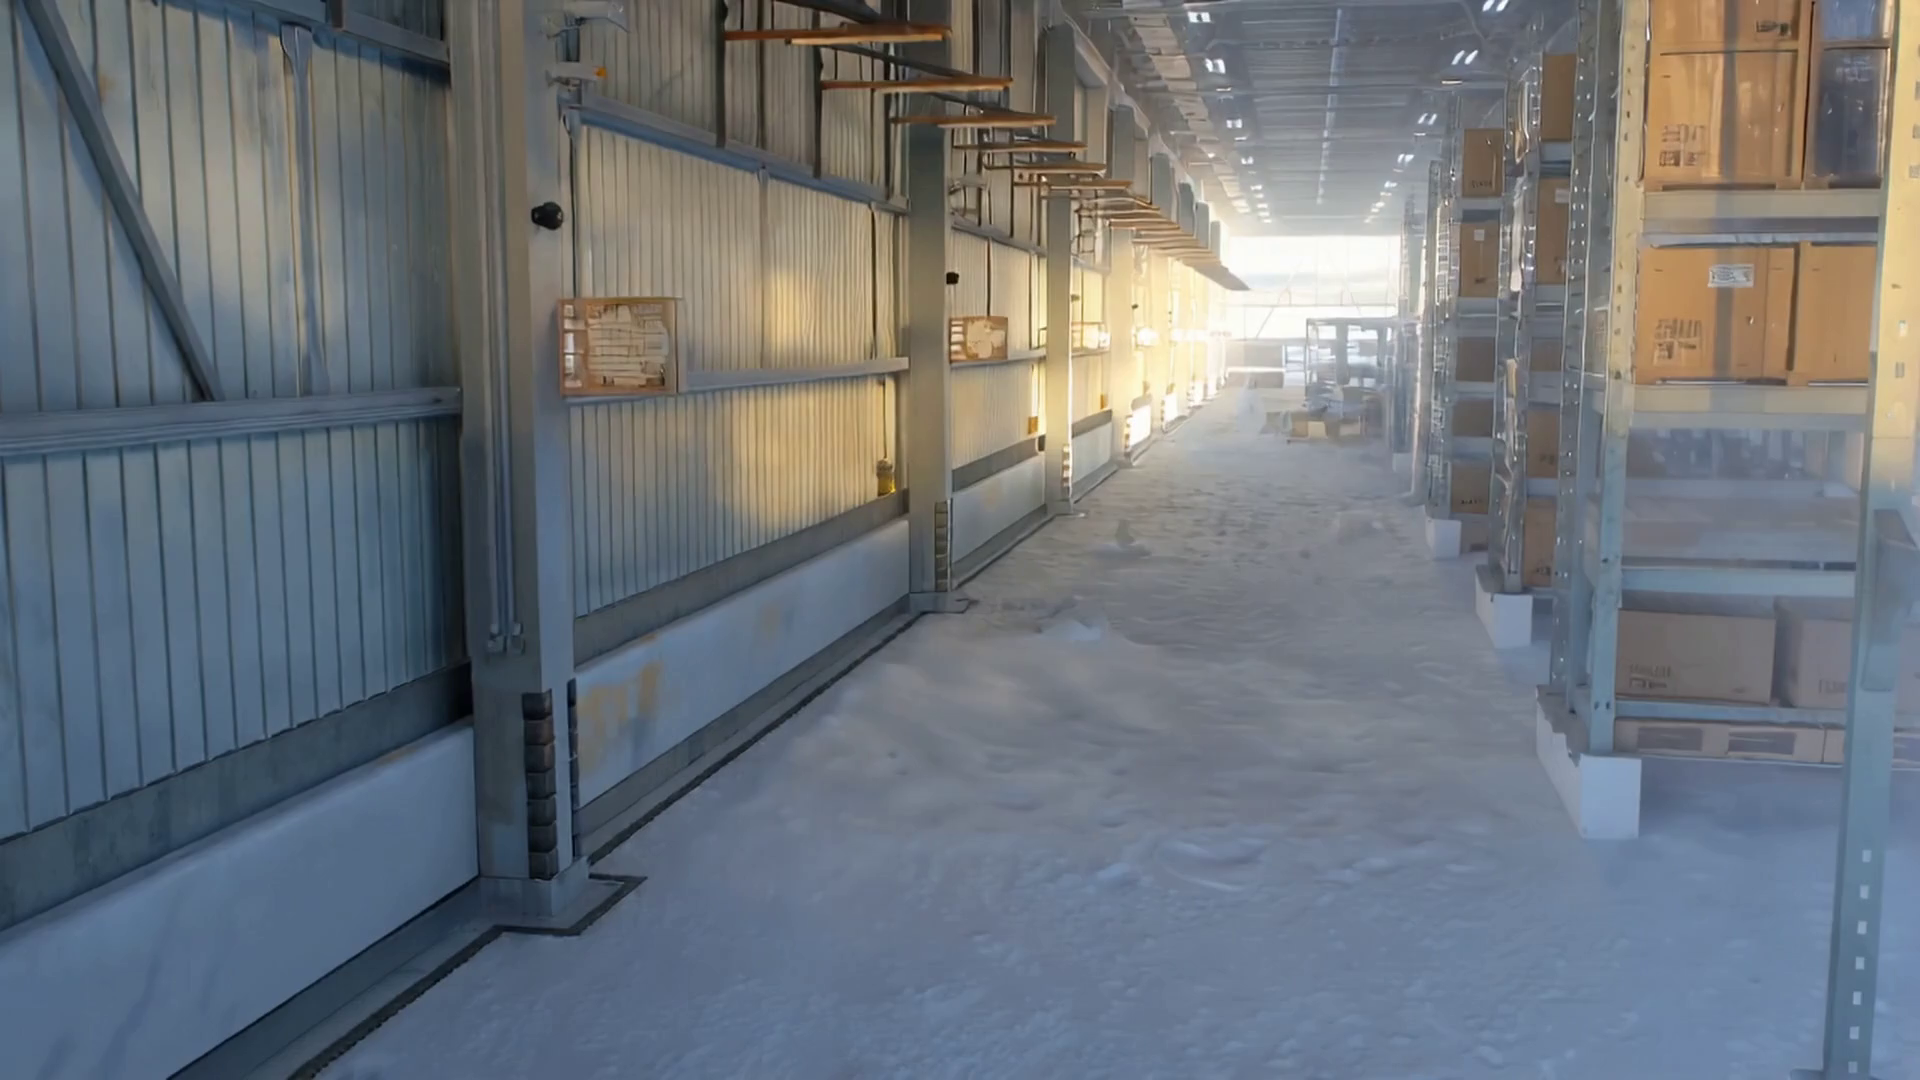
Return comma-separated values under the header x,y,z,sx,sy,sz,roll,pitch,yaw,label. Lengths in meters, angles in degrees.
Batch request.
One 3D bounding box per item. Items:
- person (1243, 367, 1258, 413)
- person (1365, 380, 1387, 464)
x,y,z,sx,sy,sz,roll,pitch,yaw,label
11.109,-5.733,63.609,0.592,1.797,0.962,2,7,16,person
9.839,-2.779,39.233,0.591,1.974,0.613,-5,9,-34,person
